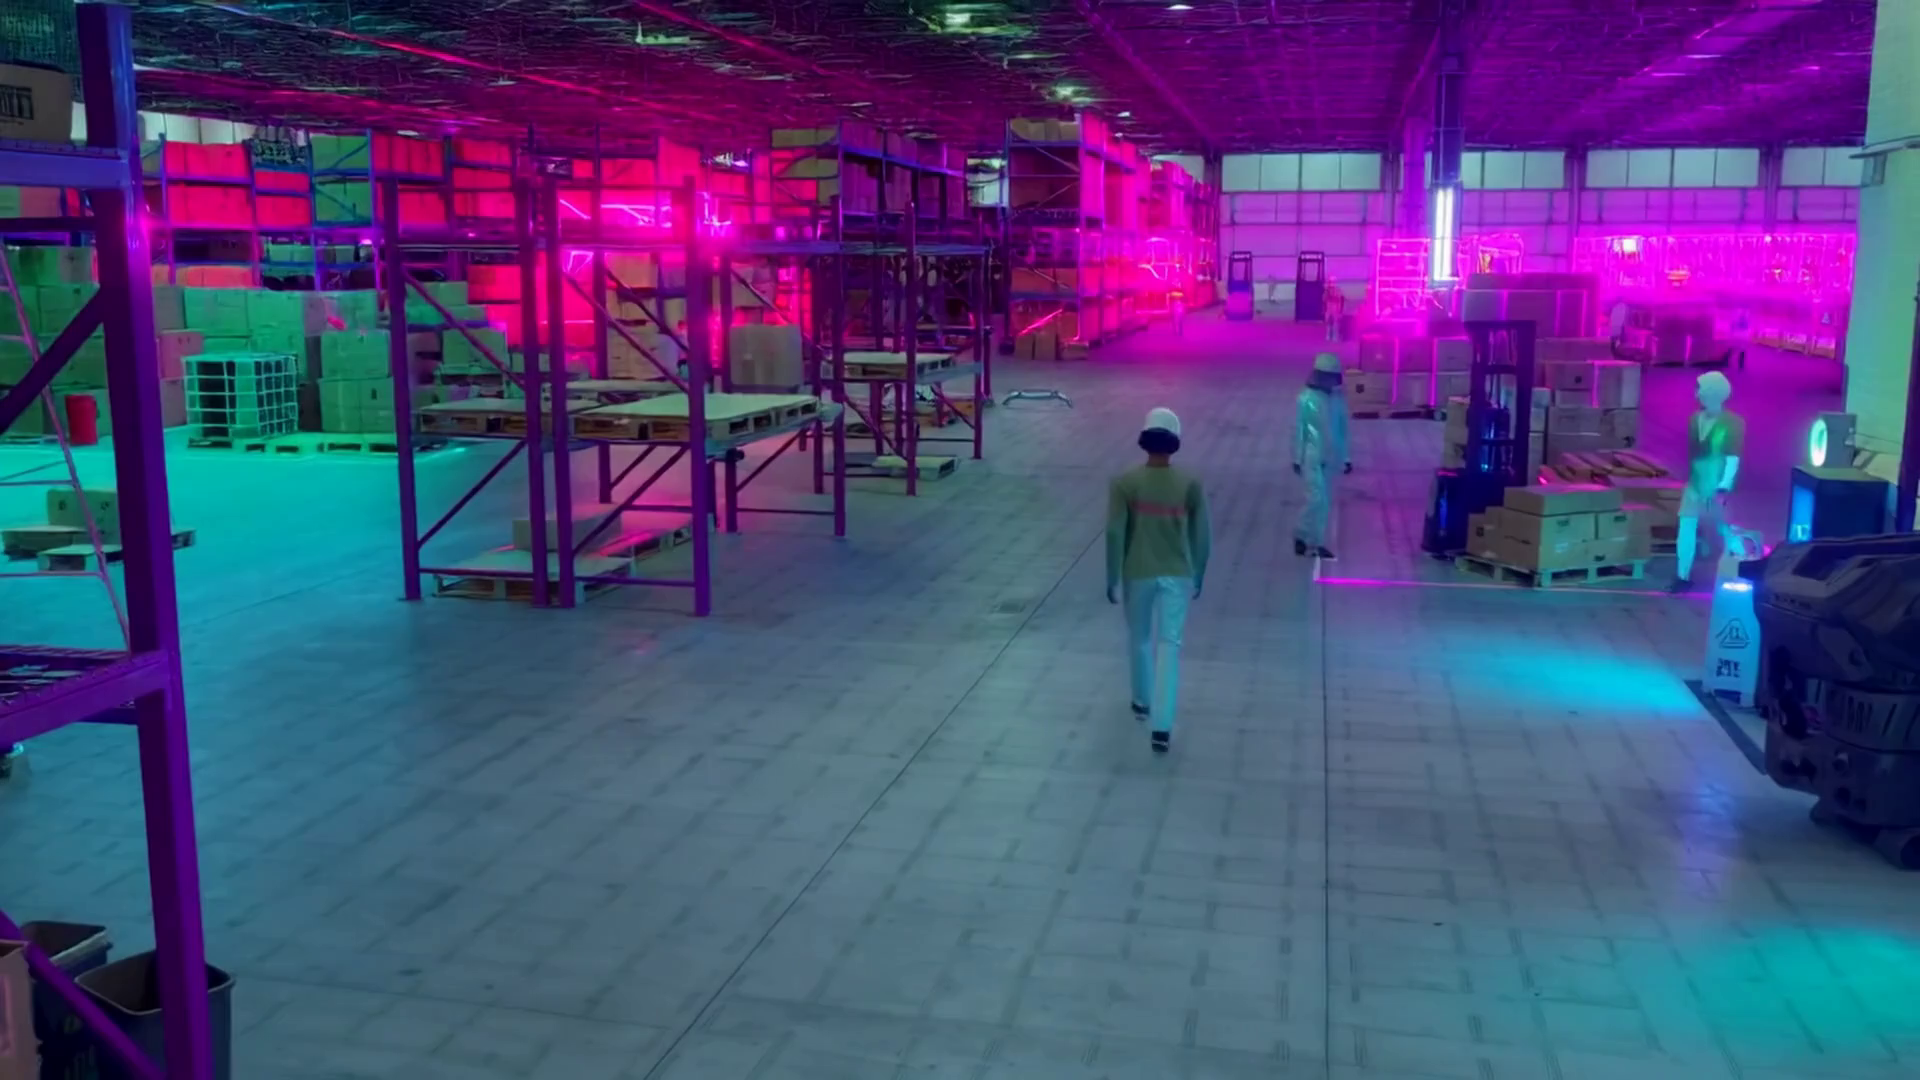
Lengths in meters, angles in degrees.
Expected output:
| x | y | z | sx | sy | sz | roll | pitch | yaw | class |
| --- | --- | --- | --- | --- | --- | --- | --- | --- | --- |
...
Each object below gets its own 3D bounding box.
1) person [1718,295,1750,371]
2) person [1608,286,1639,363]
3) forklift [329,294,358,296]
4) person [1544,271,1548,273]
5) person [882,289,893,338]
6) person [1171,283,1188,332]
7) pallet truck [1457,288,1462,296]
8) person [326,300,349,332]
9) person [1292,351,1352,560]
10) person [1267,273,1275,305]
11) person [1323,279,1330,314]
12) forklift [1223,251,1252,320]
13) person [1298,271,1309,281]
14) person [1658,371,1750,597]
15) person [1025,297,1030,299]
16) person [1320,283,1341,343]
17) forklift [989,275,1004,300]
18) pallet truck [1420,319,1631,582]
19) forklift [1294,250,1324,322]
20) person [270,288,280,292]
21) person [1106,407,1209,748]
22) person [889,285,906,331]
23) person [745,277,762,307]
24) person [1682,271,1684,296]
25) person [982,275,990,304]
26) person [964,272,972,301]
| x | y | z | sx | sy | sz | roll | pitch | yaw | class |
| --- | --- | --- | --- | --- | --- | --- | --- | --- | --- |
| 17.224 | -4.582 | 36.897 | 0.583 | 1.681 | 0.540 | -3 | 10 | -19 | person |
| 14.145 | -4.453 | 35.472 | 0.858 | 1.910 | 0.549 | 0 | 10 | 0 | person |
| -18.947 | -7.608 | 51.258 | 1.129 | 2.768 | 1.873 | 2 | 10 | 12 | forklift |
| 28.188 | -12.002 | 80.159 | 0.651 | 1.906 | 0.402 | 7 | 12 | 35 | person |
| -1.823 | -5.824 | 44.181 | 0.539 | 1.698 | 0.318 | 3 | 10 | 17 | person |
| 7.476 | -7.921 | 56.643 | 0.544 | 1.680 | 0.409 | 1 | 10 | 3 | person |
| 20.506 | -9.785 | 68.819 | 0.653 | 1.274 | 1.630 | 2 | 10 | 12 | pallet truck |
| -9.689 | -2.800 | 25.848 | 0.345 | 1.847 | 0.506 | 3 | 10 | 19 | person |
| 2.988 | -0.683 | 13.668 | 0.489 | 1.732 | 0.380 | -5 | 11 | -30 | person |
| 16.808 | -13.514 | 89.648 | 0.529 | 1.723 | 0.505 | 9 | 13 | 42 | person |
| 15.606 | -10.284 | 70.815 | 0.493 | 1.625 | 0.282 | -2 | 10 | -12 | person |
| 11.386 | -10.429 | 67.962 | 1.129 | 2.768 | 1.873 | 2 | 10 | 12 | forklift |
| 17.291 | -12.627 | 83.775 | 0.611 | 1.937 | 0.535 | -3 | 10 | -18 | person |
| 5.562 | -0.407 | 12.202 | 0.753 | 1.669 | 0.534 | -4 | 10 | -24 | person |
| 2.508 | -8.264 | 57.927 | 0.628 | 1.940 | 0.373 | -9 | 13 | -42 | person |
| 11.031 | -6.763 | 49.515 | 0.605 | 1.773 | 0.965 | 2 | 10 | 13 | person |
| 2.395 | -15.122 | 95.752 | 1.873 | 2.768 | 1.129 | 2 | 10 | 12 | forklift |
| 4.543 | -0.757 | 13.299 | 0.823 | 1.965 | 1.885 | -4 | 10 | -22 | pallet truck |
| 13.778 | -10.002 | 65.433 | 1.129 | 2.768 | 1.873 | 2 | 10 | 12 | forklift |
| -14.059 | -4.206 | 34.087 | 0.672 | 1.885 | 0.371 | 6 | 12 | 34 | person |
| 1.023 | 0.177 | 8.611 | 0.533 | 1.708 | 0.927 | 1 | 10 | 6 | person |
| -1.370 | -4.567 | 35.994 | 0.412 | 1.949 | 0.618 | -1 | 10 | -7 | person |
| -6.535 | -7.314 | 52.399 | 0.641 | 1.908 | 0.407 | 5 | 11 | 29 | person |
| 35.564 | -12.324 | 81.803 | 0.393 | 1.992 | 0.622 | 8 | 12 | 39 | person |
| 1.361 | -13.523 | 89.229 | 0.658 | 1.884 | 0.706 | 2 | 10 | 13 | person |
| 0.460 | -11.477 | 76.953 | 0.543 | 1.939 | 0.370 | 2 | 10 | 9 | person |
